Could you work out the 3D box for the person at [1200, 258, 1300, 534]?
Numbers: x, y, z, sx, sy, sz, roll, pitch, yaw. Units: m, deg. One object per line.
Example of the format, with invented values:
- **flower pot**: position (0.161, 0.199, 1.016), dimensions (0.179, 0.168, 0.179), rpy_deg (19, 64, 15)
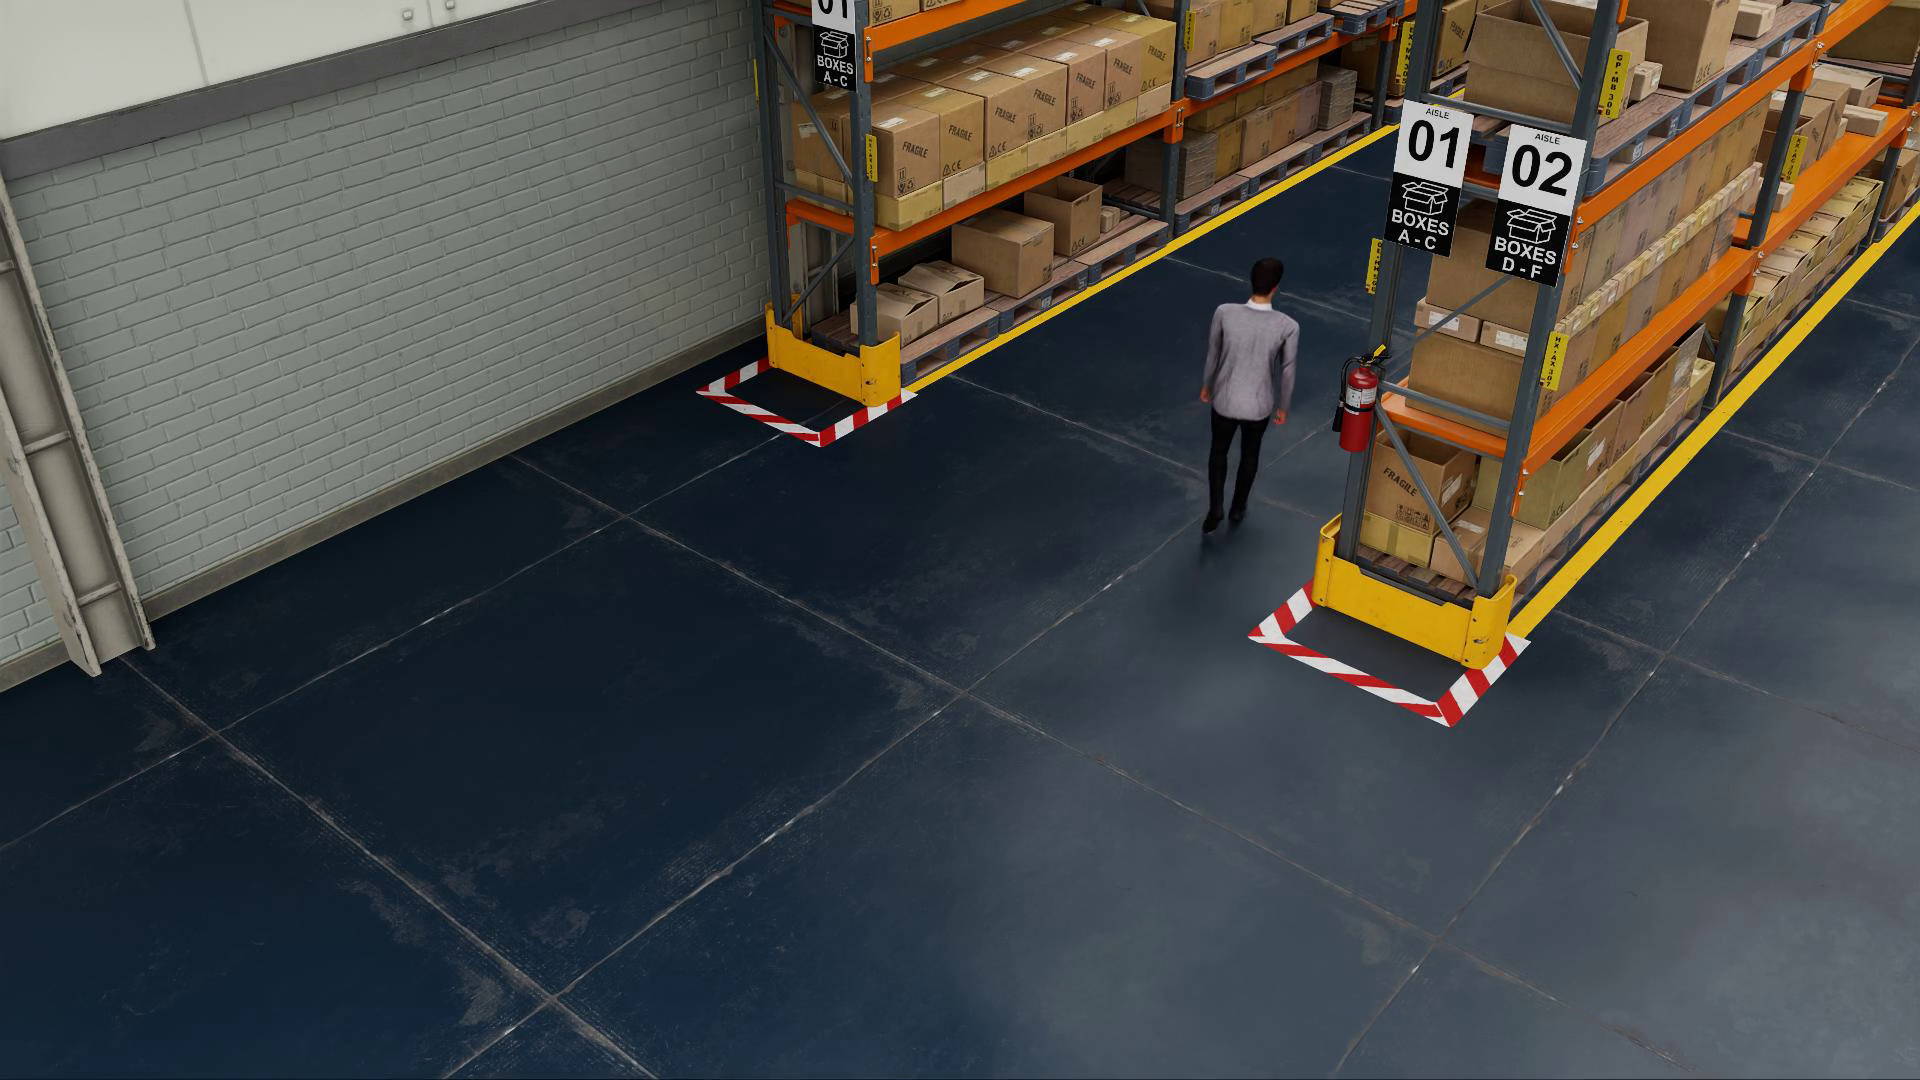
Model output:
- **person**: position (1.798, -0.863, 10.624), dimensions (0.971, 1.905, 1.091), rpy_deg (9, 34, 13)
